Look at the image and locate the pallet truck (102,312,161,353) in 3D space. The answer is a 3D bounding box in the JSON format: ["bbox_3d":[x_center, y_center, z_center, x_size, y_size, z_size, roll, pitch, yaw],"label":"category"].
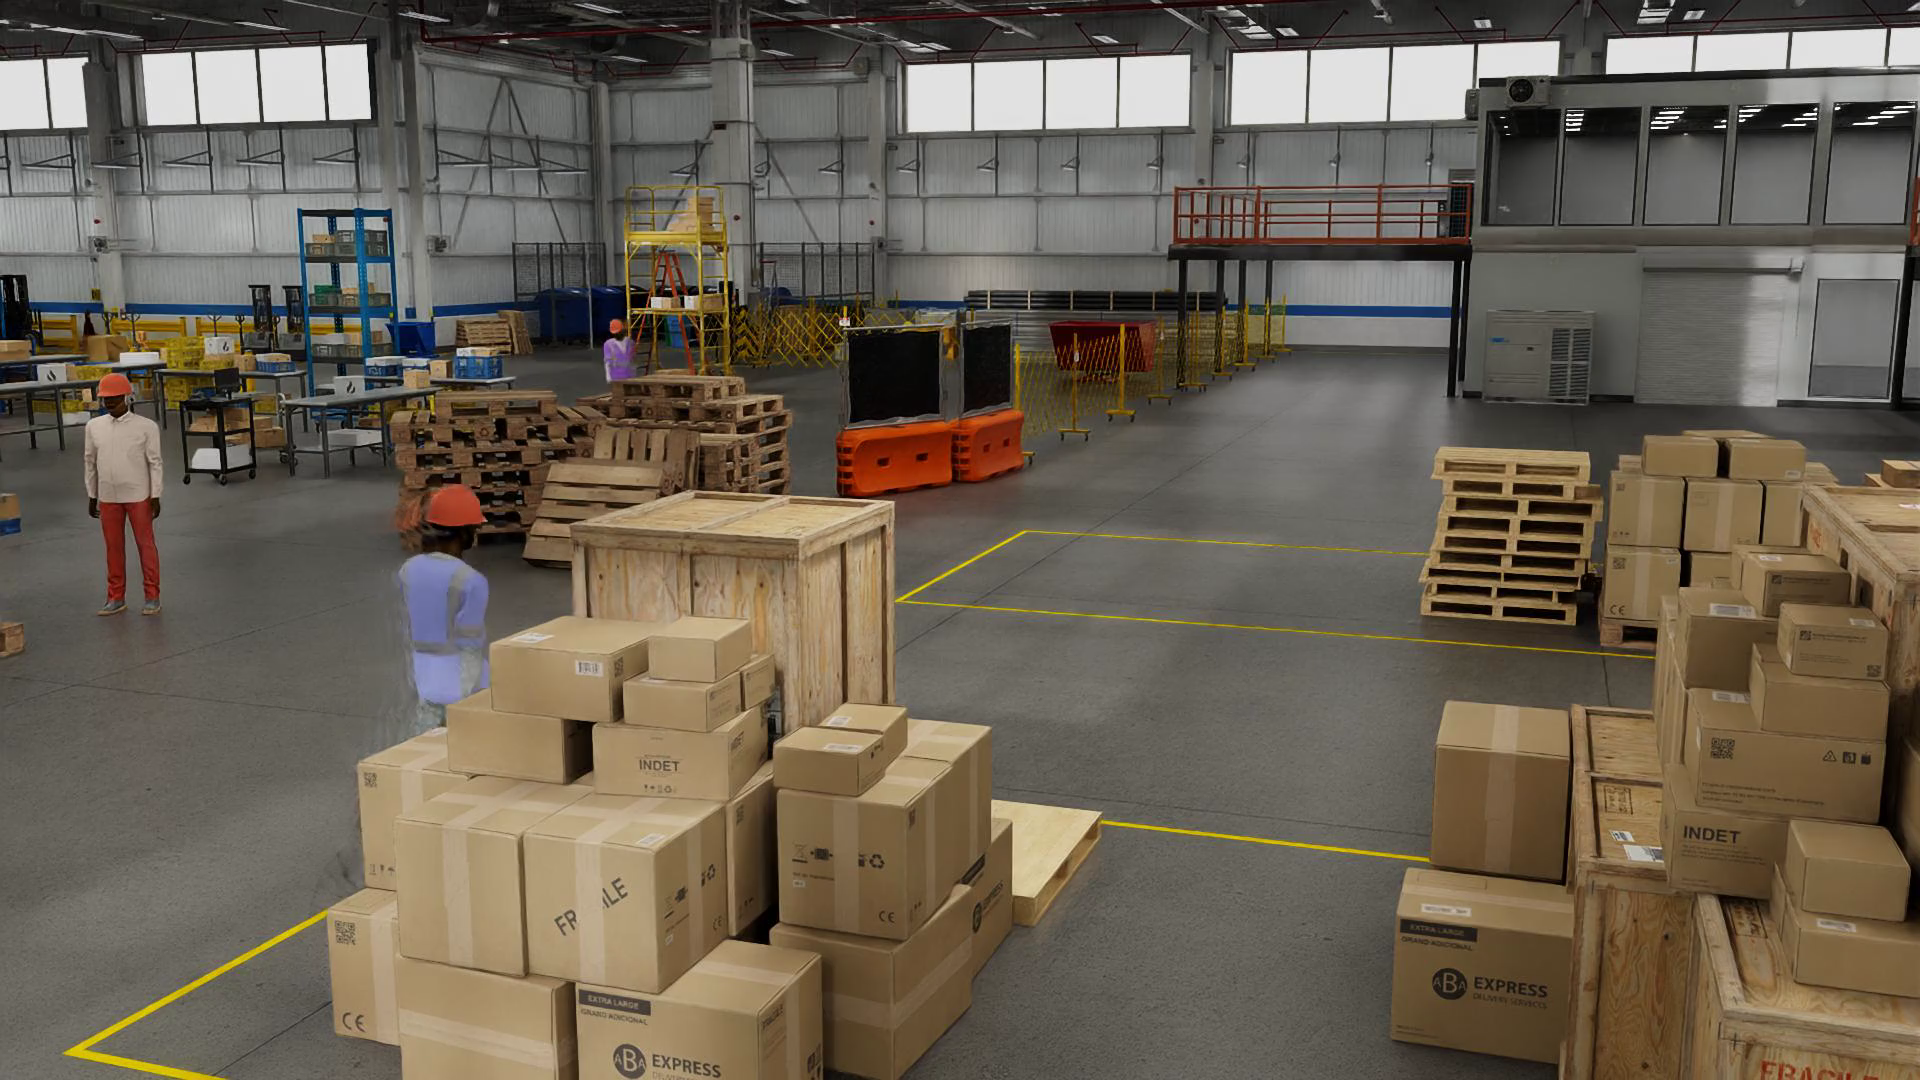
[{"bbox_3d":[-23.057,-5.777,46.261,0.680,1.201,1.601,3,11,19],"label":"pallet truck"}]

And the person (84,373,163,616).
[{"bbox_3d":[-6.855,-0.369,13.646,0.611,1.995,0.375,-1,10,-4],"label":"person"}]

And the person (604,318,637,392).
[{"bbox_3d":[-5.357,-2.566,26.306,0.562,1.890,0.543,-7,12,-33],"label":"person"}]

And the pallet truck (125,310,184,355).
[{"bbox_3d":[-22.038,-5.665,45.457,0.704,1.261,1.522,3,11,17],"label":"pallet truck"}]

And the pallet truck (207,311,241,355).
[{"bbox_3d":[-19.537,-5.575,44.913,0.653,1.274,1.630,3,11,19],"label":"pallet truck"}]

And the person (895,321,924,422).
[{"bbox_3d":[-0.868,-2.854,28.353,0.490,1.741,0.323,2,10,13],"label":"person"}]

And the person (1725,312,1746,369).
[{"bbox_3d":[18.252,-4.717,39.157,0.498,1.627,0.289,7,12,33],"label":"person"}]

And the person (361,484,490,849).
[{"bbox_3d":[-2.460,0.698,7.861,0.547,1.918,0.749,5,11,27],"label":"person"}]

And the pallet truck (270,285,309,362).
[{"bbox_3d":[-17.147,-5.700,43.663,0.823,1.965,1.885,3,11,17],"label":"pallet truck"}]

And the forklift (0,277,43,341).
[{"bbox_3d":[-27.151,-6.329,46.328,1.157,1.987,2.680,3,11,17],"label":"forklift"}]

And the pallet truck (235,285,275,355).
[{"bbox_3d":[-18.327,-5.835,44.421,0.823,1.965,1.885,4,11,23],"label":"pallet truck"}]
